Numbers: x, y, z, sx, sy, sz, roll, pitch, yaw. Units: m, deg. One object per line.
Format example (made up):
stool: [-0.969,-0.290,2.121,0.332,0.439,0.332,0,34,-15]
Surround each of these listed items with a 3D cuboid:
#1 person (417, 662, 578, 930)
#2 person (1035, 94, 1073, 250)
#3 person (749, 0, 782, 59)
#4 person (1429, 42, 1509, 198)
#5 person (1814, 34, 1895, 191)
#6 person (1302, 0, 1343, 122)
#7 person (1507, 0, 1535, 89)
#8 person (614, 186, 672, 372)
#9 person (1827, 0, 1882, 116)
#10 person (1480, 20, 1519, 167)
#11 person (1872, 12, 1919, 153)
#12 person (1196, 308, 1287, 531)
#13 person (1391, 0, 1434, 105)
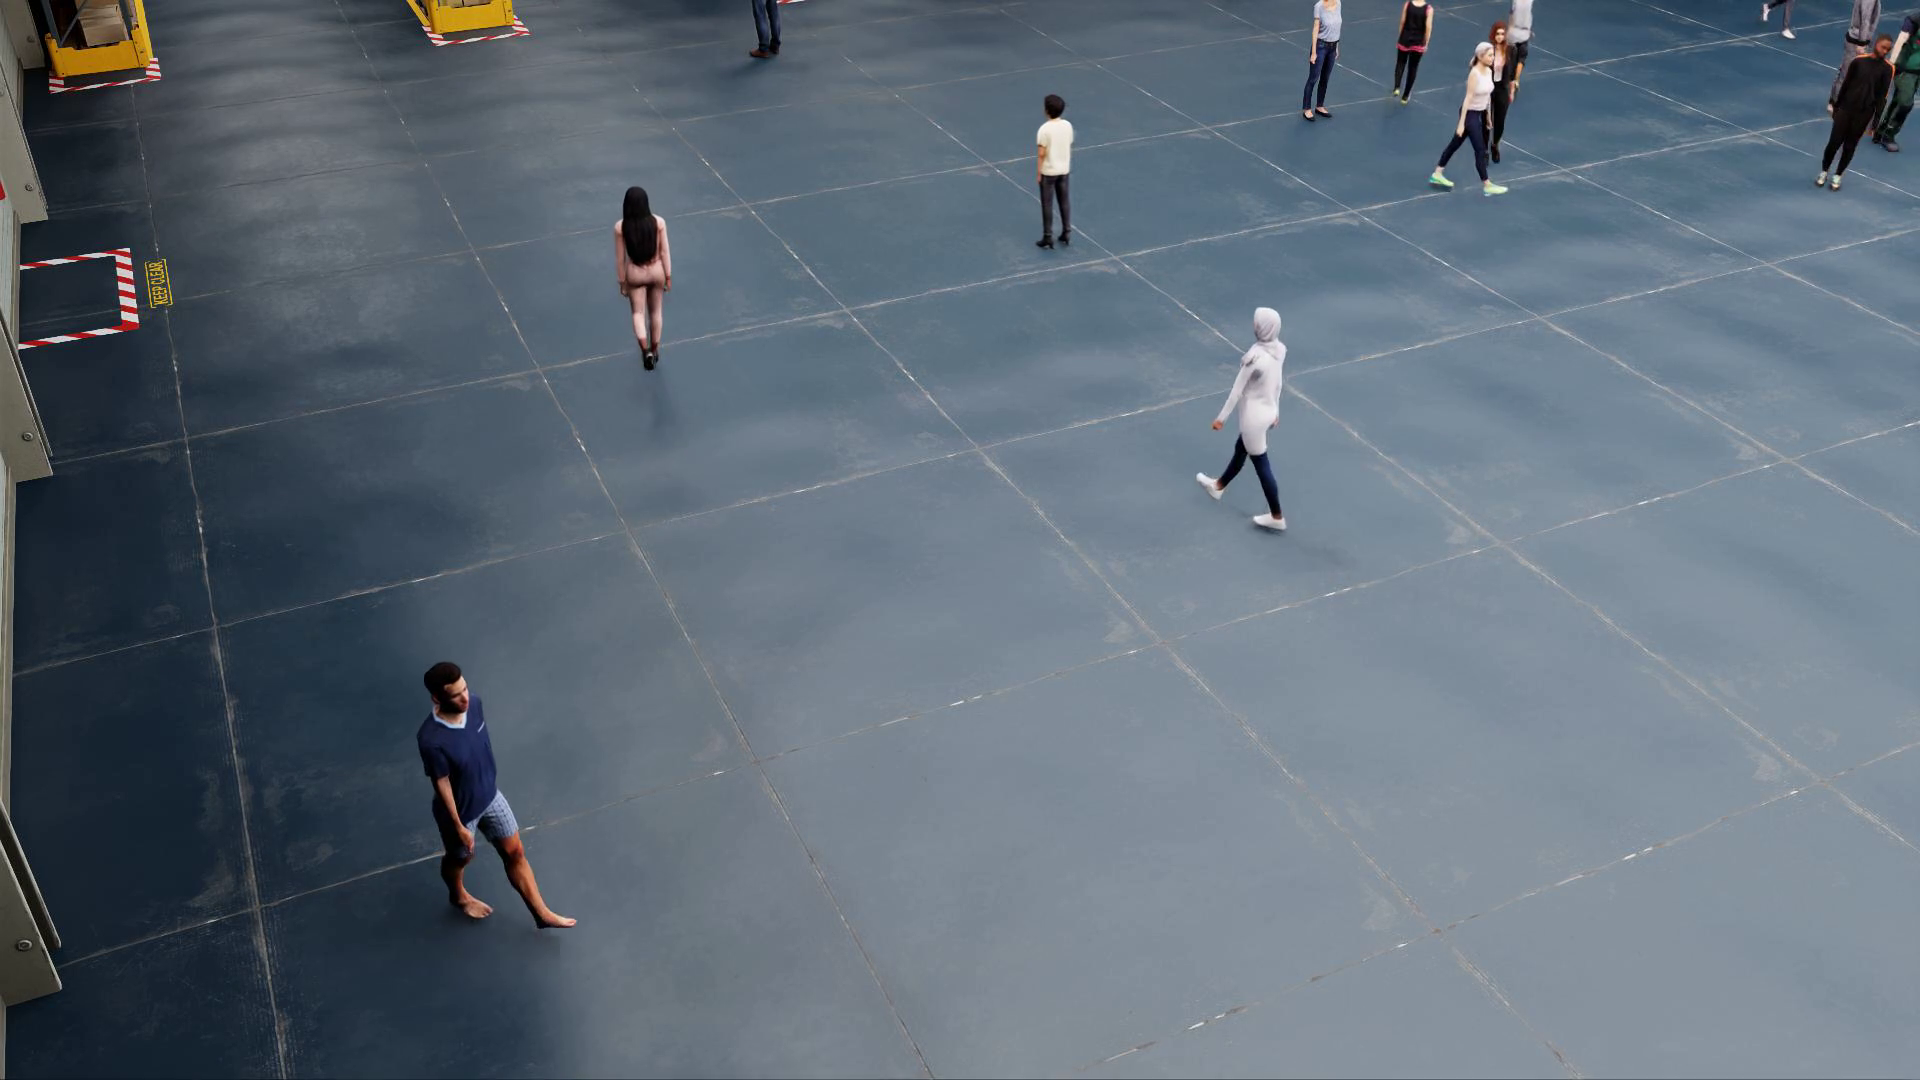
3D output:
person: [-2.724,1.387,8.949,1.152,1.805,1.034,15,36,22]
person: [0.974,-3.785,17.107,0.616,1.580,0.546,-19,38,-27]
person: [-2.672,-7.557,22.603,0.808,1.911,0.824,23,39,31]
person: [5.559,-4.647,18.365,1.227,1.653,0.983,22,39,30]
person: [9.891,-4.739,18.395,0.783,1.775,0.862,28,42,36]
person: [4.479,-6.066,20.484,0.612,1.722,0.540,-19,37,-26]
person: [7.237,-6.571,21.509,0.720,1.452,0.769,7,34,10]
person: [-2.767,-2.261,14.648,0.743,1.705,1.001,-7,34,-11]
person: [11.096,-6.190,20.563,0.811,1.843,0.736,10,34,14]
person: [6.132,-5.165,19.131,0.790,1.687,0.840,5,33,7]
person: [11.115,-5.570,19.577,0.699,1.880,0.694,-14,36,-21]
person: [2.286,-0.854,12.458,1.204,1.734,0.932,26,41,34]
person: [5.673,-6.248,20.931,0.684,1.539,0.751,16,36,23]
